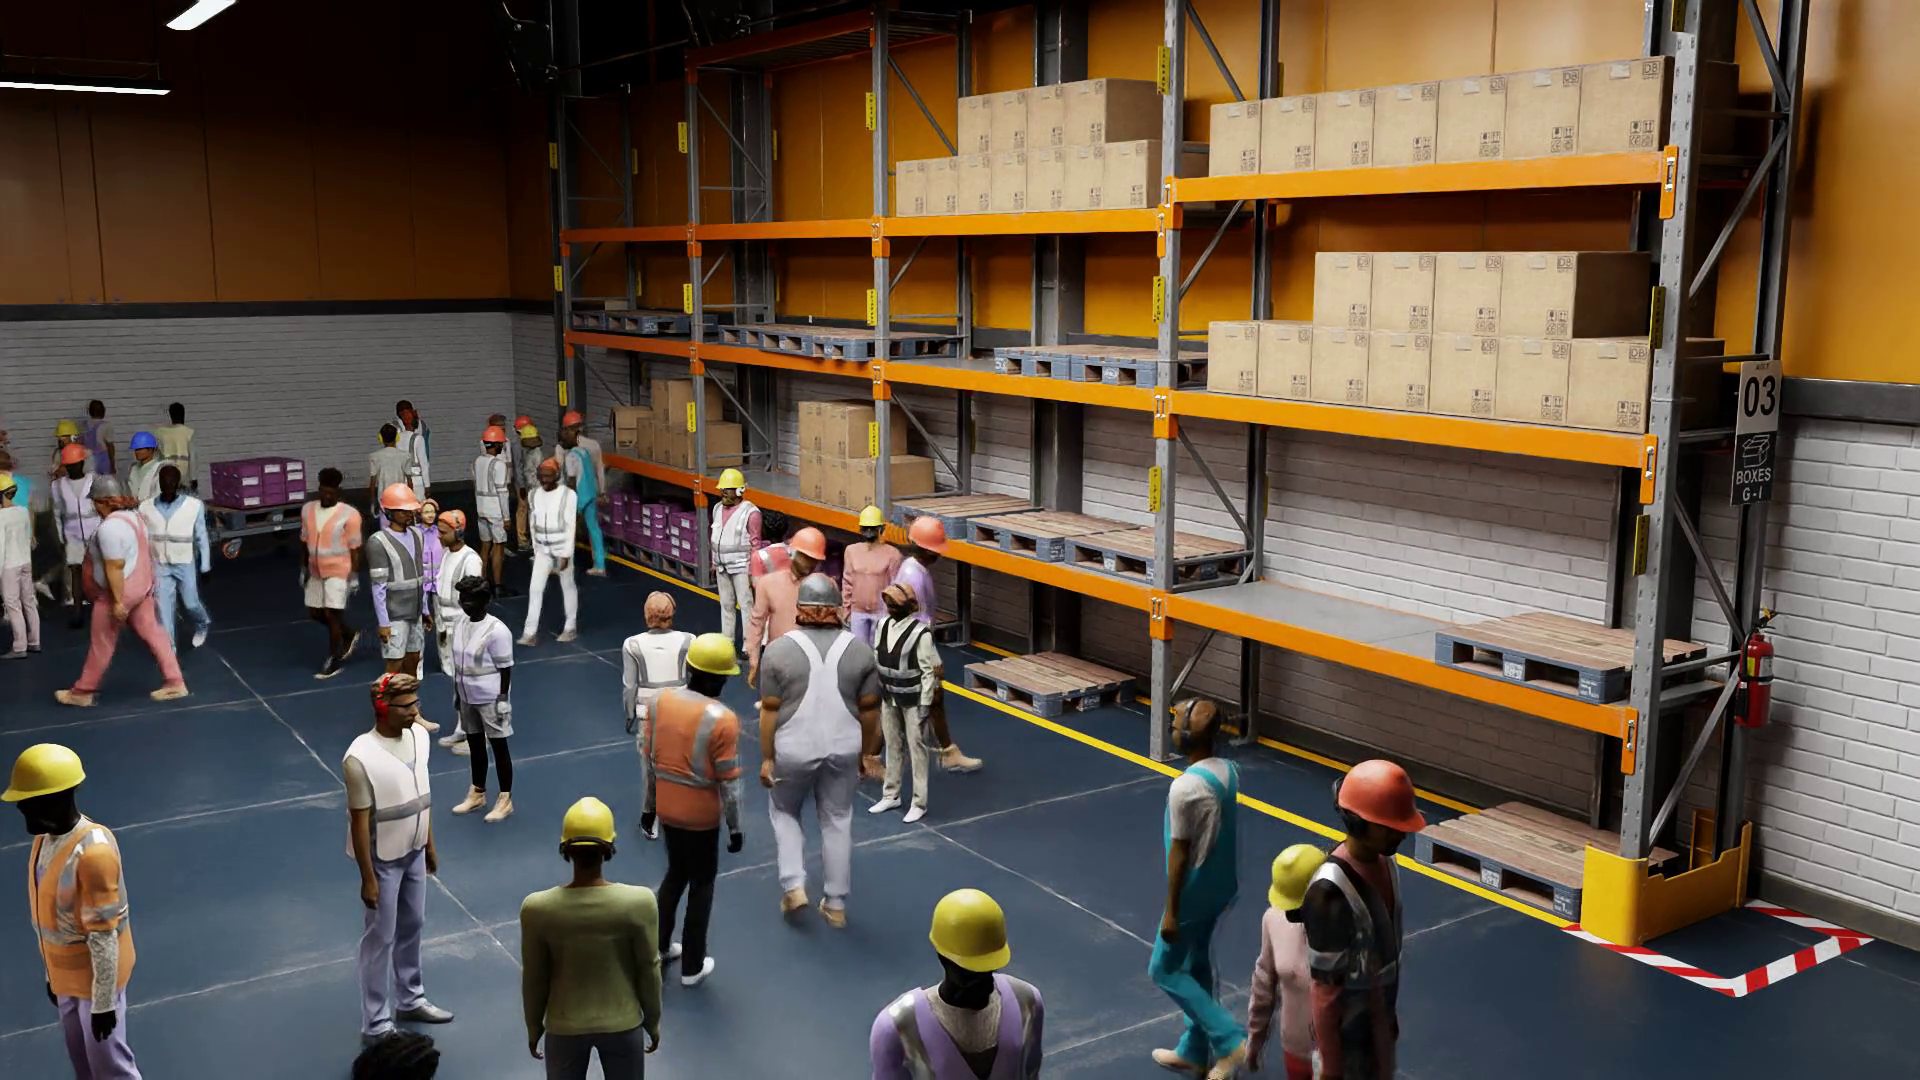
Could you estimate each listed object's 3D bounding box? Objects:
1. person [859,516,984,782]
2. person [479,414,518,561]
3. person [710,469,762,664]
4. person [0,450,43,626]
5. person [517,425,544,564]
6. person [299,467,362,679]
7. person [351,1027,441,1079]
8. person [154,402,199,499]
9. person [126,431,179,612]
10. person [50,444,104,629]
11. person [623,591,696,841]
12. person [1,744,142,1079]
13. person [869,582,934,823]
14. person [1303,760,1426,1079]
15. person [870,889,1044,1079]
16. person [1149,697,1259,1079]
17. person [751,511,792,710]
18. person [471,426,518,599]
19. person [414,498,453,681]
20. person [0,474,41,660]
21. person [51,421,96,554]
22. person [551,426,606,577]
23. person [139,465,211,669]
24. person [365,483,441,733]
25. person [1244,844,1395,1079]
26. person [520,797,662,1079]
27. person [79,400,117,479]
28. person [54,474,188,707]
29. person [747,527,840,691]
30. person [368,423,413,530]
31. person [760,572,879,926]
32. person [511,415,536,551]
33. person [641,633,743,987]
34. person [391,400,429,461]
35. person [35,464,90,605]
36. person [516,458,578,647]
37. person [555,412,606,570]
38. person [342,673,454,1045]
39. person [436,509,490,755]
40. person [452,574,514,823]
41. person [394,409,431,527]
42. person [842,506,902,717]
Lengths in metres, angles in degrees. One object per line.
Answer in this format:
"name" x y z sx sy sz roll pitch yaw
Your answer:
"person" -0.316 0.792 11.997 0.895 1.971 0.619 0 10 2
"person" -5.826 -0.668 20.914 0.372 1.843 0.571 3 10 15
"person" -2.125 0.241 15.616 0.591 1.833 0.403 7 12 35
"person" -9.817 -0.011 17.127 0.467 1.829 0.546 2 10 10
"person" -5.283 -0.563 20.633 0.382 1.730 0.529 -5 11 -25
"person" -5.683 0.271 15.130 0.648 1.935 0.592 3 10 19
"person" -1.606 2.197 4.630 0.560 1.672 0.484 -1 10 -9
"person" -10.417 -0.886 22.111 0.606 1.880 0.955 1 10 4
"person" -8.679 -0.198 17.845 0.603 1.949 0.389 3 10 17
"person" -9.075 -0.059 17.228 0.564 1.891 0.989 -3 10 -19
"person" -1.931 1.149 10.844 0.514 1.642 0.314 -2 10 -11
"person" -3.516 1.733 6.625 0.584 1.918 0.409 8 13 40
"person" -0.383 1.084 11.232 0.515 1.640 0.314 9 13 42
"person" 1.466 1.772 6.074 0.409 2.028 0.614 6 12 33
"person" 0.016 1.984 5.106 0.594 1.924 0.373 -5 11 -28
"person" 1.114 1.616 7.559 0.486 1.827 0.530 7 12 35
"person" -1.525 0.595 13.955 0.536 1.693 0.319 -9 13 -42
"person" -5.197 -0.313 18.600 0.548 1.929 0.390 8 13 40
"person" -4.788 0.438 15.011 0.521 1.645 0.306 -6 11 -30
"person" -8.993 0.251 15.752 0.317 1.766 0.533 0 10 2
"person" -10.748 -0.530 20.139 0.596 1.832 0.404 3 10 16
"person" -4.614 -0.459 19.801 0.925 1.795 0.538 4 10 22
"person" -7.360 0.210 15.665 0.607 1.889 0.824 -1 10 -8
"person" -4.367 0.567 13.087 0.377 2.044 0.608 3 10 17
"person" 1.296 1.921 6.127 0.722 1.723 0.593 -7 12 -37
"person" -1.407 1.851 6.389 0.526 1.760 0.340 -1 10 -9
"person" -11.990 -1.057 23.289 0.536 1.806 0.891 0 10 2
"person" -7.138 0.394 14.104 1.038 2.000 0.700 0 10 -2
"person" -1.164 0.842 11.809 0.630 1.935 1.024 0 10 2
"person" -6.675 -0.443 19.559 0.504 1.862 0.327 -3 10 -19
"person" -0.815 1.174 9.527 0.707 2.000 0.570 -3 10 -18
"person" -5.627 -0.738 21.579 0.320 1.755 0.563 0 10 -1
"person" -1.392 1.399 8.674 0.664 1.890 0.436 6 11 32
"person" -7.613 -1.007 22.915 0.429 1.842 0.633 8 12 39
"person" -9.803 -0.071 18.111 0.504 1.613 0.505 -2 10 -14
"person" -4.017 0.138 16.198 0.566 1.846 0.884 3 10 17
"person" -4.601 -0.586 20.213 0.651 1.936 0.898 -6 12 -33
"person" -2.750 1.532 8.043 0.384 1.835 0.560 3 10 15
"person" -3.856 0.695 12.839 0.361 1.878 0.588 -7 12 -36
"person" -3.225 1.059 11.225 0.532 1.692 0.322 7 12 34
"person" -6.946 -0.728 21.151 0.574 1.884 0.356 6 11 31
"person" -0.729 0.593 13.732 0.525 1.772 0.306 3 10 17
